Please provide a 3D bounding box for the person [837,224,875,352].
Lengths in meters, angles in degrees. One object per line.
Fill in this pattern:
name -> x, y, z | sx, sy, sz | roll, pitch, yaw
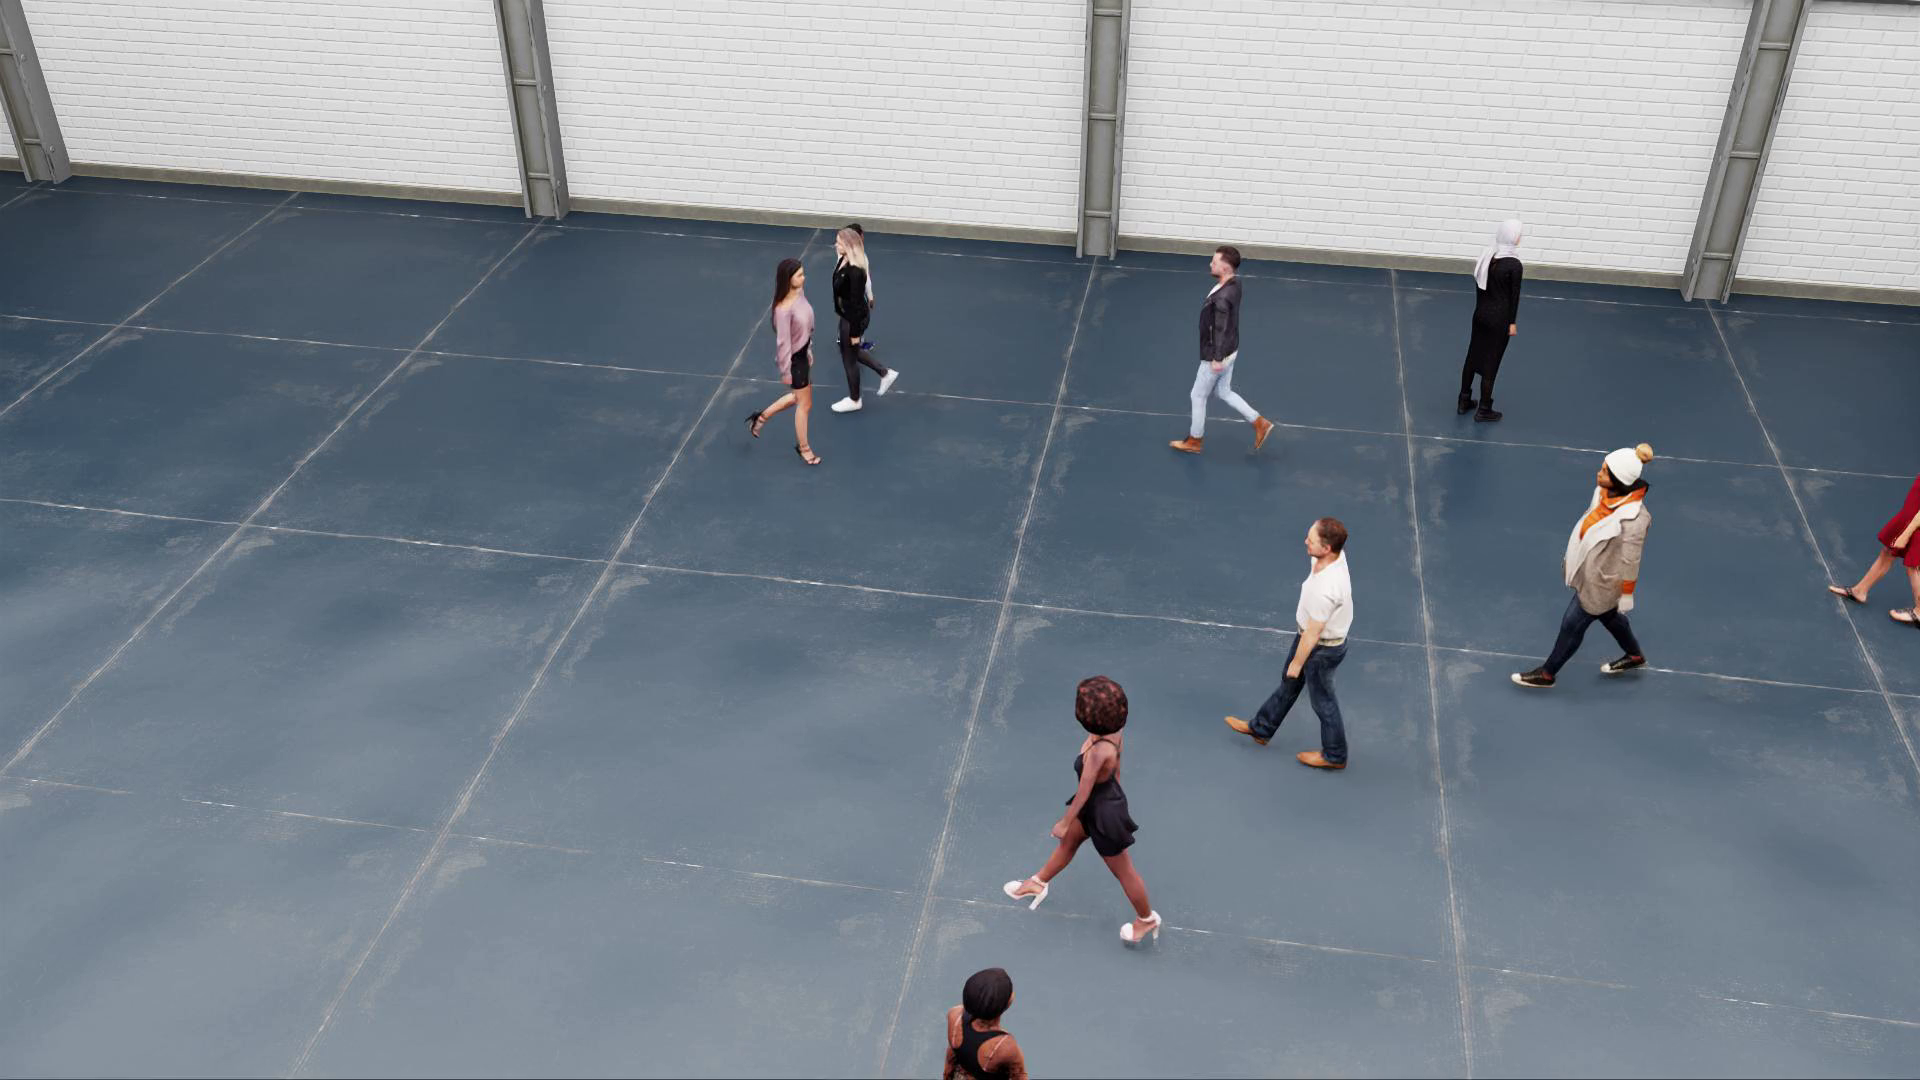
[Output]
person -> -0.988, -2.246, 15.016 | 0.633, 1.251, 0.678 | 21, 39, 29

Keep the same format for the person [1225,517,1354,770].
person -> 2.271, 0.672, 10.108 | 1.043, 1.826, 0.739 | 9, 35, 13

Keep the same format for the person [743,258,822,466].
person -> -1.405, -1.413, 13.274 | 0.855, 1.793, 0.631 | 8, 34, 11

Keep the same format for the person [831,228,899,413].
person -> -0.801, -1.855, 14.048 | 0.916, 1.671, 0.770 | -6, 34, -8

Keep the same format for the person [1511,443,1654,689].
person -> 4.285, 0.199, 10.800 | 1.225, 1.846, 0.832 | 1, 34, 1

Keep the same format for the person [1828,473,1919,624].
person -> 6.712, -0.078, 11.505 | 0.970, 1.527, 0.734 | 17, 37, 24

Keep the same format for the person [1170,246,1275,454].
person -> 2.167, -1.481, 13.359 | 1.113, 1.812, 0.802 | 12, 35, 17

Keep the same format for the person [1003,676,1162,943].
person -> 0.847, 1.520, 8.916 | 1.120, 1.732, 0.559 | 7, 34, 10

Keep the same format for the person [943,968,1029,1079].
person -> 0.039, 2.584, 7.374 | 1.055, 1.667, 1.032 | 29, 43, 36

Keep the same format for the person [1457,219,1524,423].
person -> 4.454, -1.834, 13.919 | 0.730, 1.780, 0.685 | -18, 38, -25
